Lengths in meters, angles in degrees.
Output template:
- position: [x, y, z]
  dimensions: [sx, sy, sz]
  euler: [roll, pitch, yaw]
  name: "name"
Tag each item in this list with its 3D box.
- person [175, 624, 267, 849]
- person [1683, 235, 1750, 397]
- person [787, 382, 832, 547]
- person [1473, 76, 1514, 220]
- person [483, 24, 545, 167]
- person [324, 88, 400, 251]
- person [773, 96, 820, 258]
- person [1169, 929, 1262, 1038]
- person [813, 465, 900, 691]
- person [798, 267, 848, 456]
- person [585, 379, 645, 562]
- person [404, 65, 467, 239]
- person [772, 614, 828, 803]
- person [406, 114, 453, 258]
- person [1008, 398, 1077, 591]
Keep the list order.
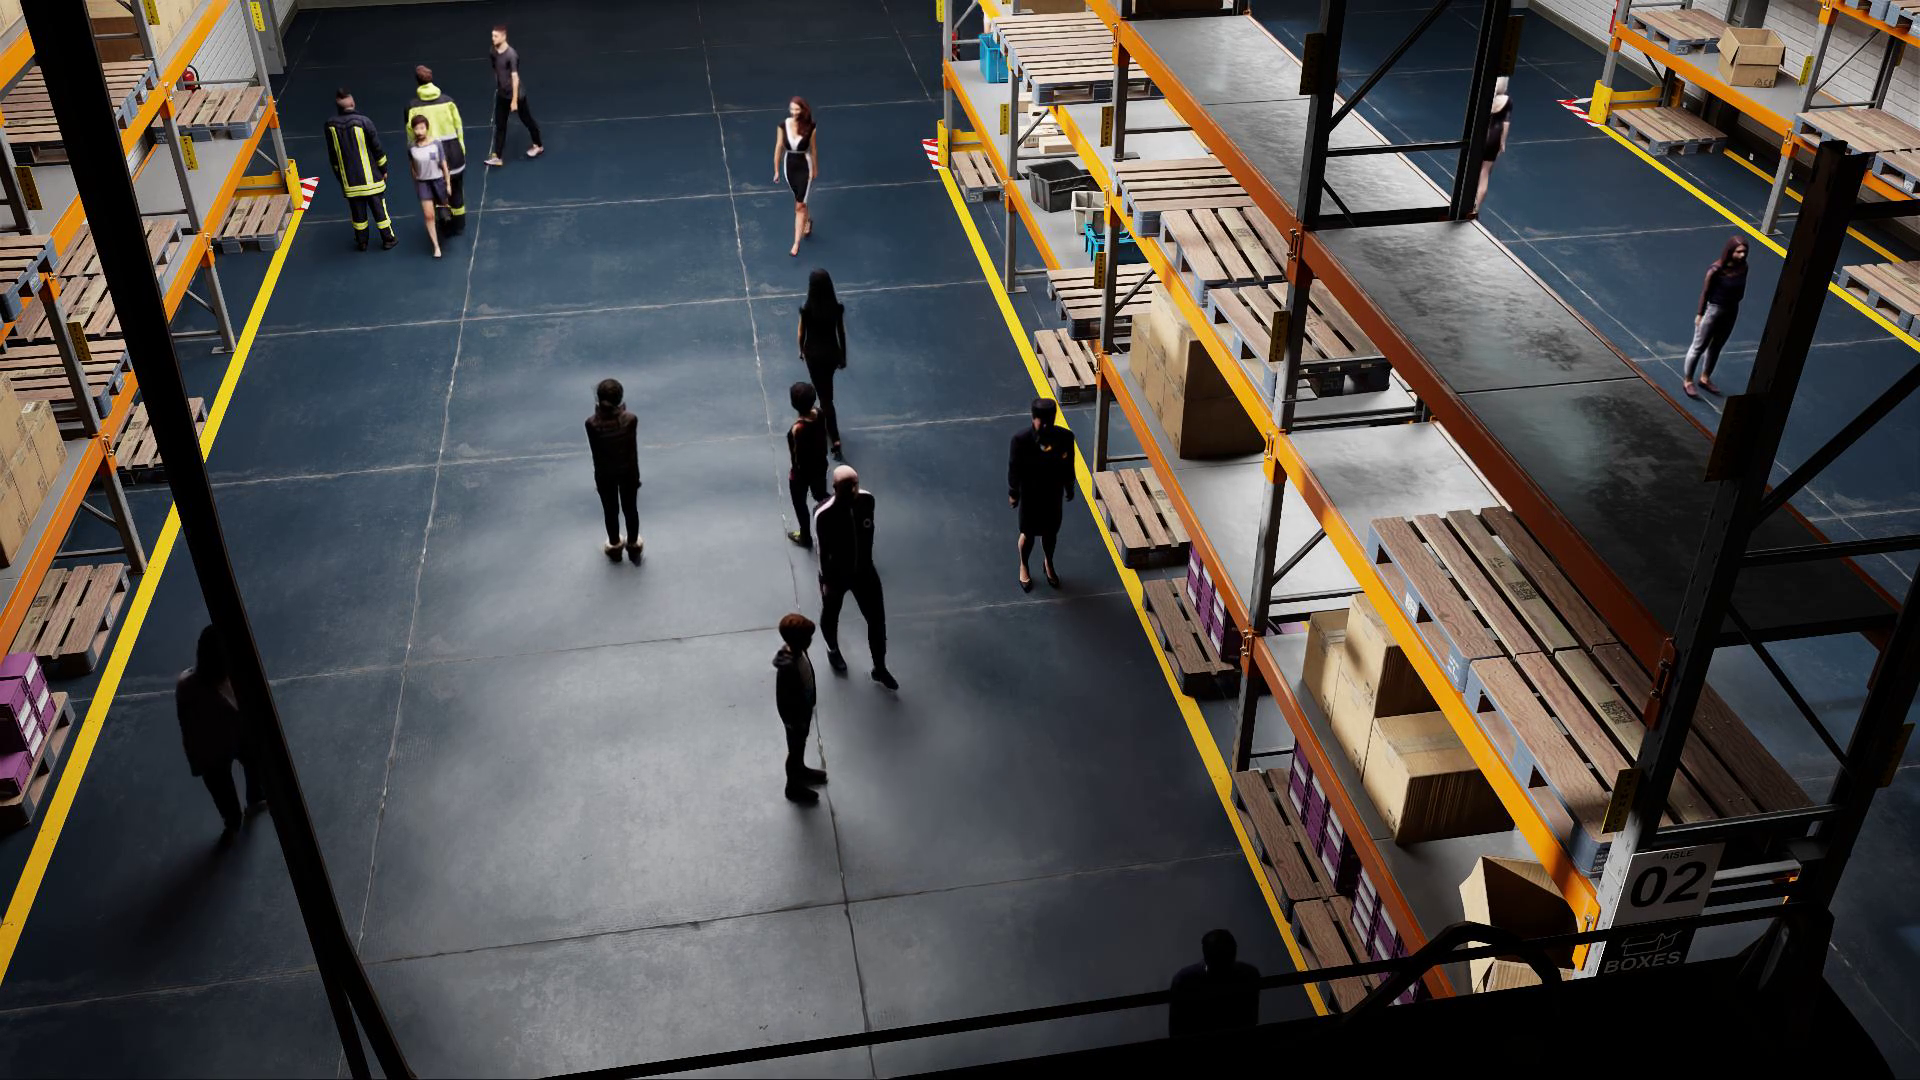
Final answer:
- position: [-4.797, 1.259, 10.699]
  dimensions: [0.851, 1.574, 0.913]
  euler: [-26, 42, -34]
  name: "person"
- position: [7.192, -2.125, 15.759]
  dimensions: [0.620, 1.609, 0.563]
  euler: [-11, 35, -15]
  name: "person"
- position: [-1.161, -0.563, 13.478]
  dimensions: [0.928, 1.533, 0.888]
  euler: [19, 38, 27]
  name: "person"
- position: [6.063, -4.519, 19.170]
  dimensions: [0.698, 1.818, 0.731]
  euler: [5, 34, 8]
  name: "person"
- position: [-5.561, -5.577, 20.857]
  dimensions: [1.136, 1.713, 1.211]
  euler: [20, 39, 28]
  name: "person"
- position: [-6.712, -4.147, 18.568]
  dimensions: [0.768, 1.866, 0.697]
  euler: [-3, 34, -4]
  name: "person"
- position: [-1.791, -4.111, 18.624]
  dimensions: [0.899, 1.744, 1.234]
  euler: [7, 34, 10]
  name: "person"
- position: [1.279, 2.570, 8.607]
  dimensions: [0.658, 1.707, 0.764]
  euler: [-8, 35, -12]
  name: "person"
- position: [-0.874, 0.198, 12.086]
  dimensions: [0.863, 1.807, 1.057]
  euler: [-16, 37, -23]
  name: "person"
- position: [-1.205, -1.554, 14.832]
  dimensions: [0.660, 1.683, 1.135]
  euler: [-10, 35, -14]
  name: "person"
- position: [-2.748, -0.533, 13.315]
  dimensions: [0.649, 1.663, 0.588]
  euler: [-6, 34, -8]
  name: "person"
- position: [-5.857, -4.322, 18.749]
  dimensions: [0.923, 1.958, 1.071]
  euler: [-14, 36, -20]
  name: "person"
- position: [-1.081, 1.099, 11.054]
  dimensions: [0.661, 1.449, 0.544]
  euler: [6, 34, 8]
  name: "person"
- position: [-5.935, -4.033, 18.702]
  dimensions: [0.596, 1.529, 1.009]
  euler: [-8, 34, -11]
  name: "person"
- position: [0.649, -0.367, 13.058]
  dimensions: [0.692, 1.671, 0.606]
  euler: [-6, 34, -9]
  name: "person"
